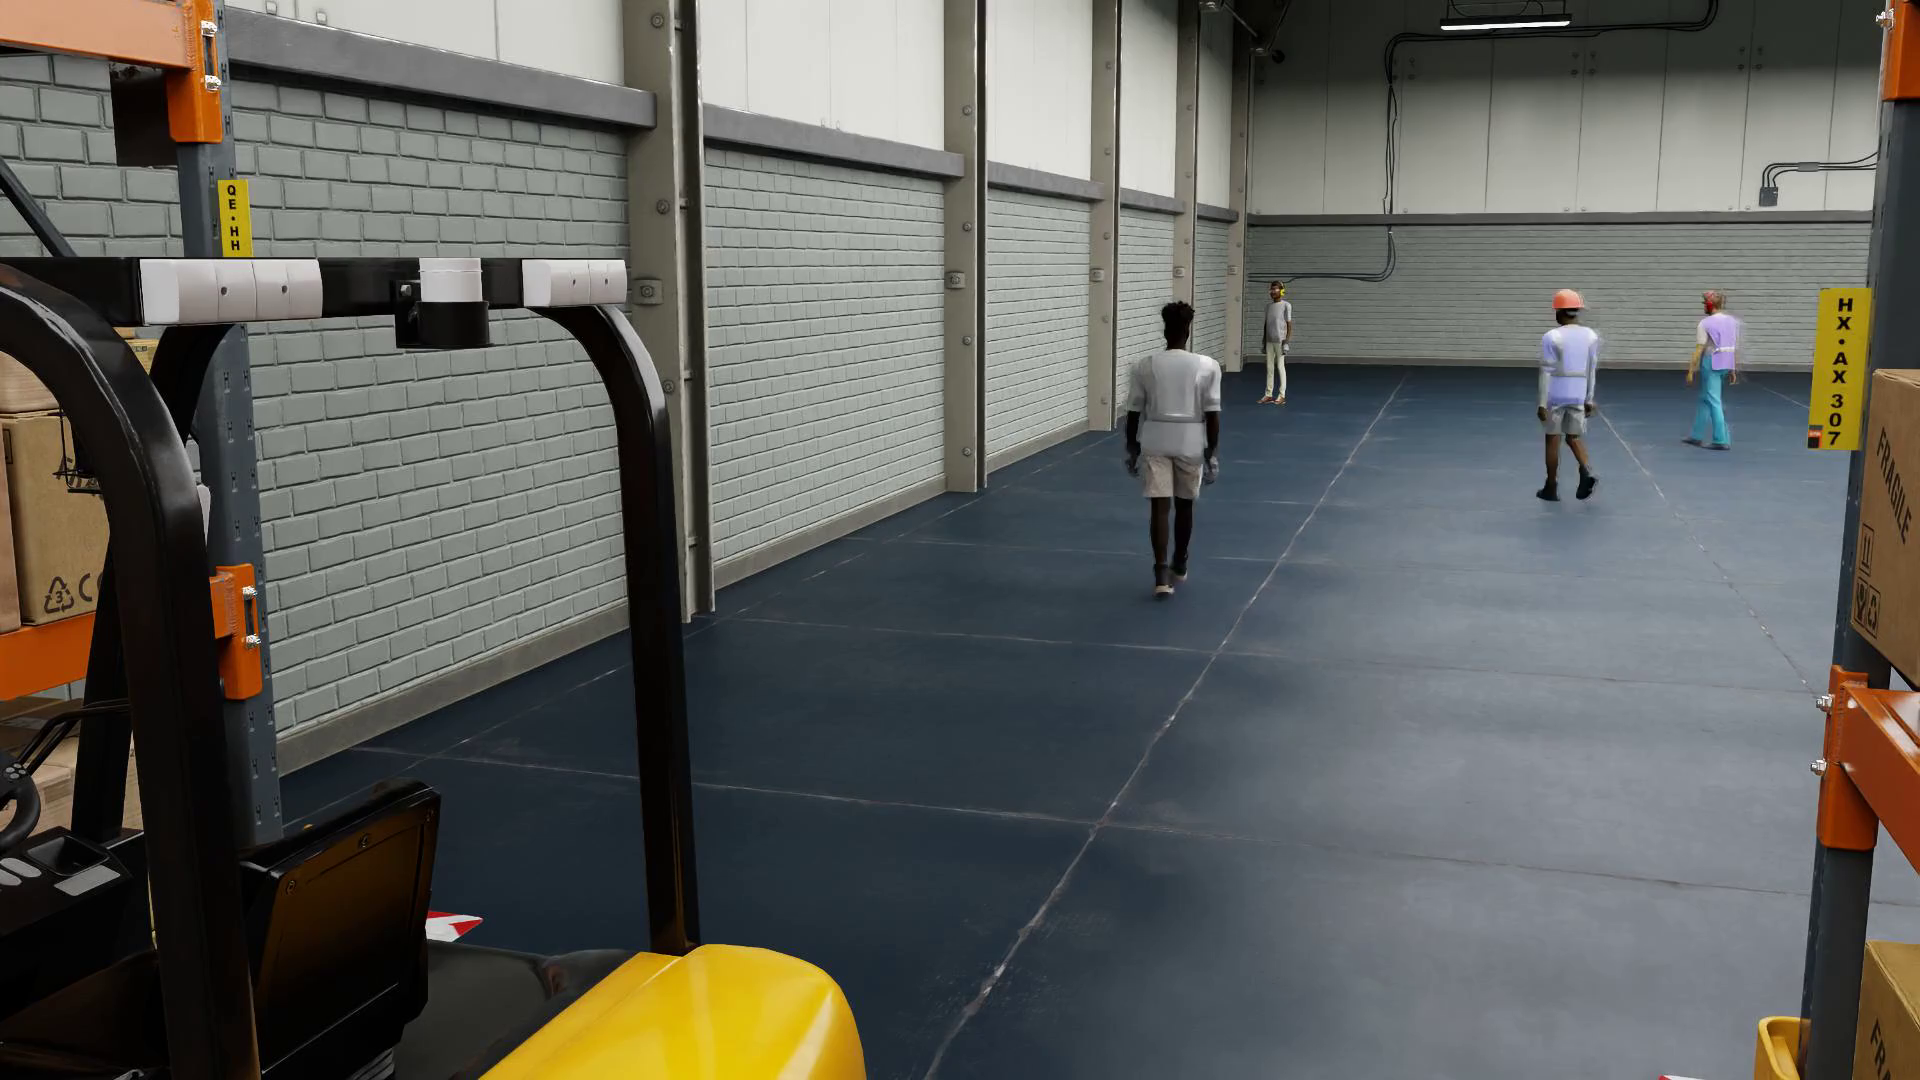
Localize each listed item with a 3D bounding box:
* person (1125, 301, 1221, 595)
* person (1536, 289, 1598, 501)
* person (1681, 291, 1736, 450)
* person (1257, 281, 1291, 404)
[{"bbox_3d":[1.398,-0.610,10.973,0.619,1.913,0.994,1,10,6],"label":"person"},{"bbox_3d":[5.446,-1.280,14.909,0.566,1.925,0.619,-2,10,-12],"label":"person"},{"bbox_3d":[8.633,-1.964,19.287,0.607,1.812,0.806,-6,11,-31],"label":"person"},{"bbox_3d":[4.805,-3.010,25.360,0.328,1.876,0.515,-8,13,-41],"label":"person"}]
